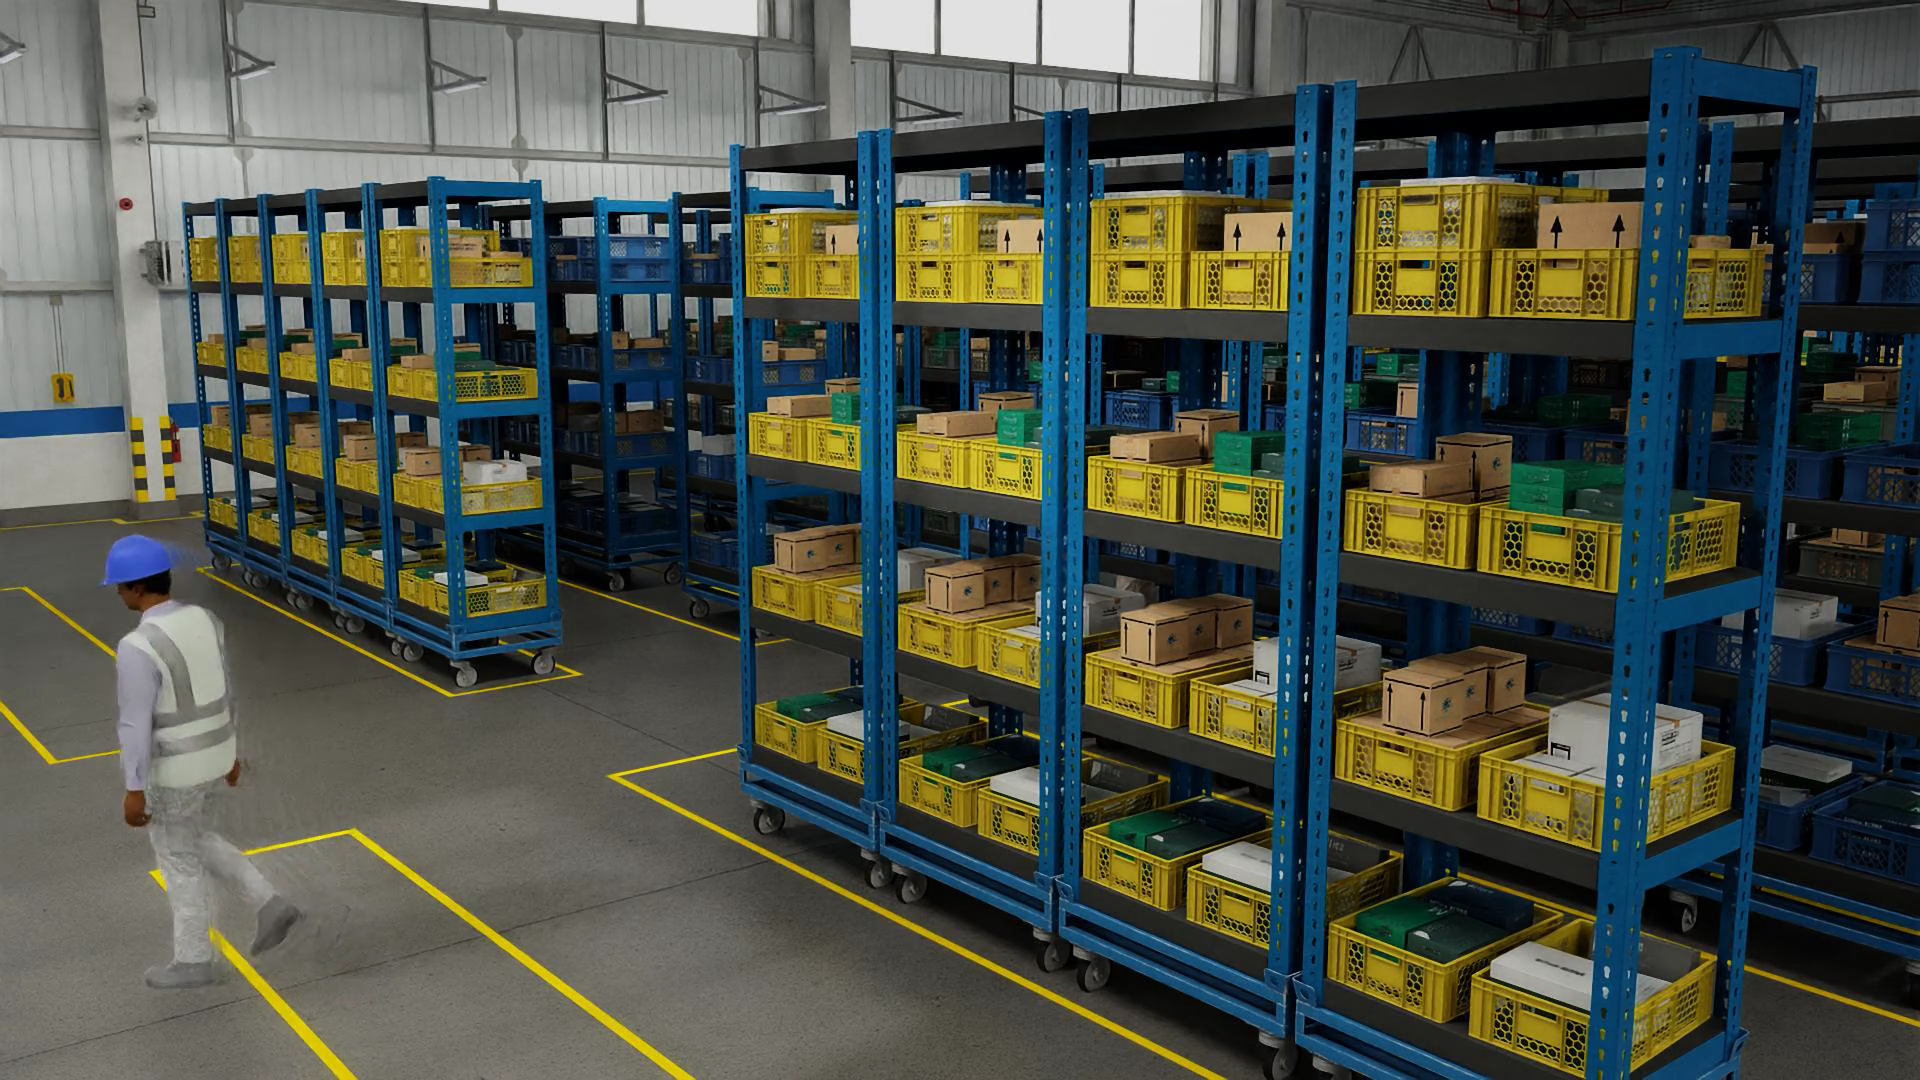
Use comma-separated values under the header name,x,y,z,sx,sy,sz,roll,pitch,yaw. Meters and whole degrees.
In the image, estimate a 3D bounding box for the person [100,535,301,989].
name,x,y,z,sx,sy,sz,roll,pitch,yaw
person,-3.194,0.927,6.902,0.615,1.923,0.614,1,9,4

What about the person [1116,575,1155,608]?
name,x,y,z,sx,sy,sz,roll,pitch,yaw
person,1.424,-0.112,12.921,0.376,1.995,0.608,9,13,43

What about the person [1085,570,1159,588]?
name,x,y,z,sx,sy,sz,roll,pitch,yaw
person,1.432,-0.362,15.037,0.932,1.778,0.602,-7,12,-37
